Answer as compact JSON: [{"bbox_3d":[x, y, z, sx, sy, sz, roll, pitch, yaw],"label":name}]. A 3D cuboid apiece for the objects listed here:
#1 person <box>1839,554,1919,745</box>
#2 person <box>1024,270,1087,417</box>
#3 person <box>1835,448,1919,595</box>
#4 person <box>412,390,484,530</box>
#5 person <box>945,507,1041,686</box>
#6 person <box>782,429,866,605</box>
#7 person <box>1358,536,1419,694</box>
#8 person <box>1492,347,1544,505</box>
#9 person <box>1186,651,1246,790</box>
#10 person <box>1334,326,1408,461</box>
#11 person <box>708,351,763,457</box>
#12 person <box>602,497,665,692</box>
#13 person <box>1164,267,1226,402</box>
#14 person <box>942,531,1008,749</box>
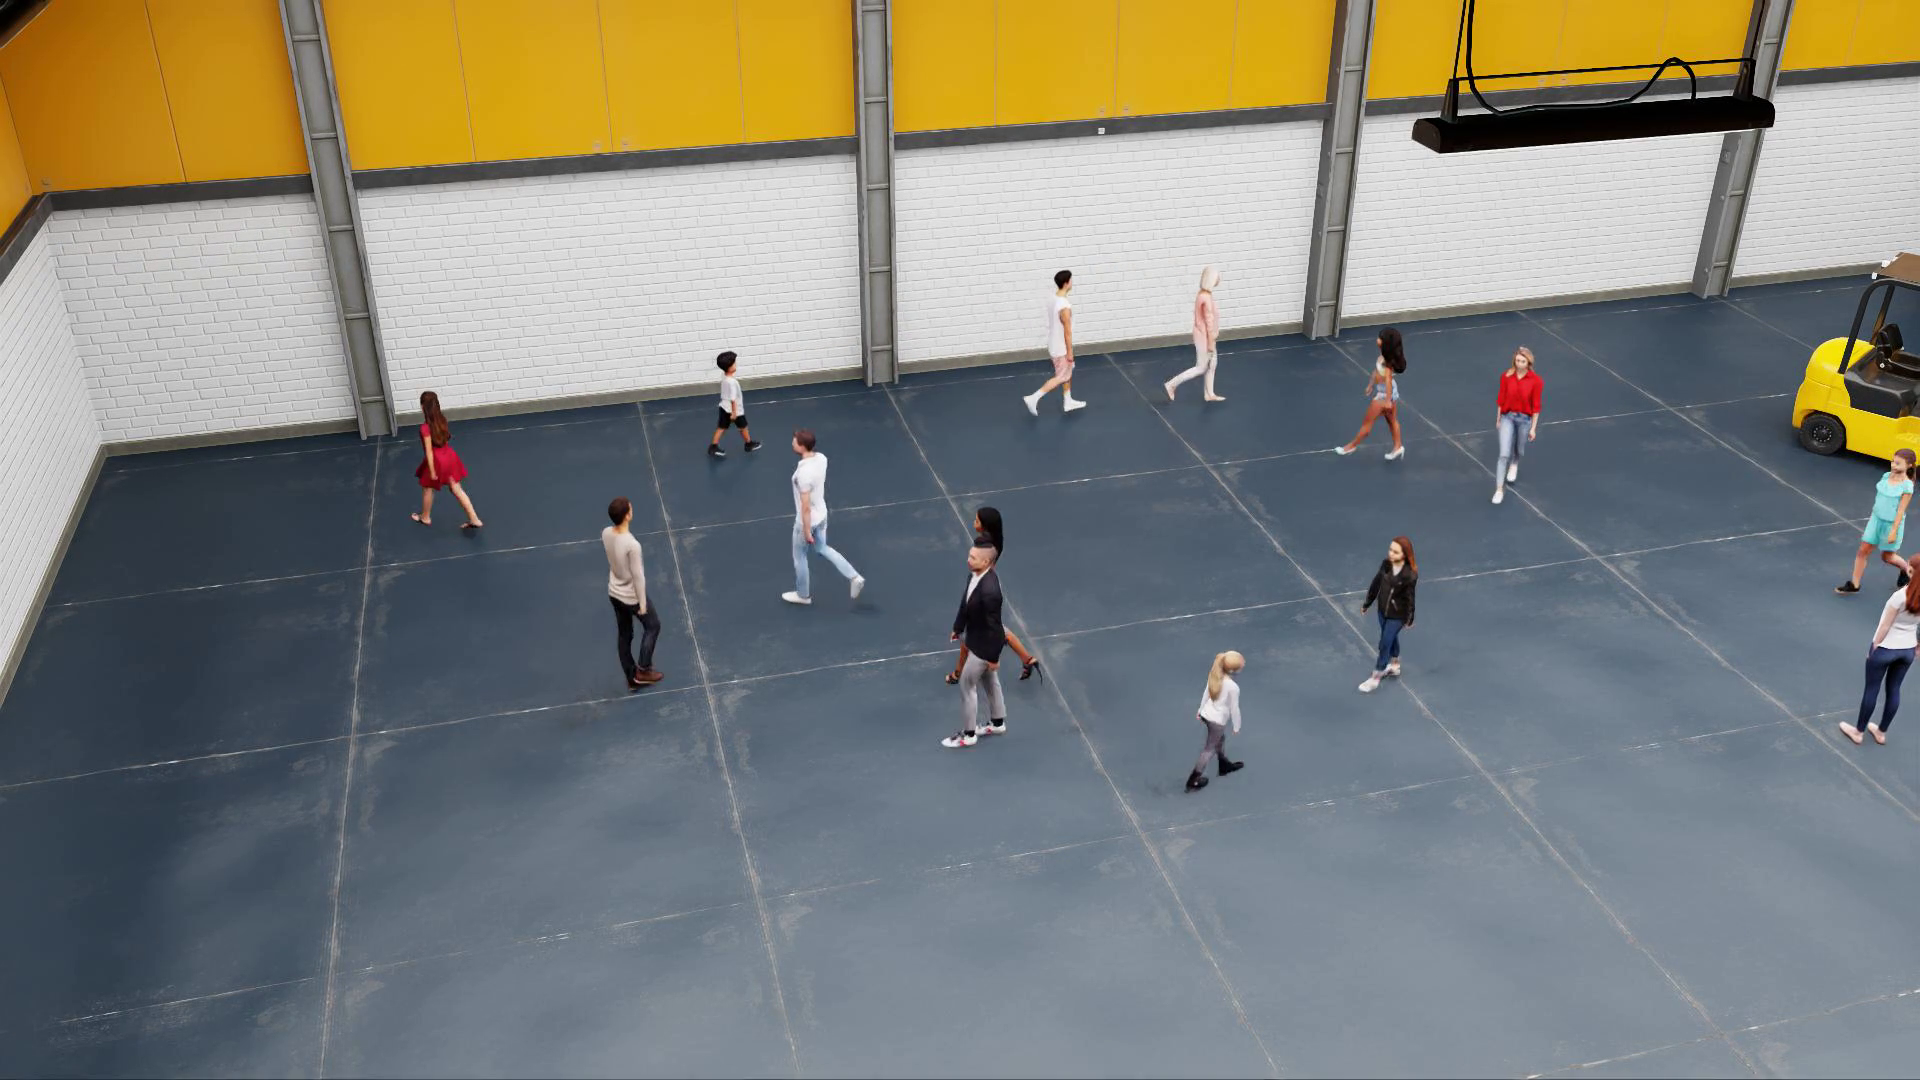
[{"bbox_3d":[7.684,0.911,13.653,0.521,1.738,0.661,-3,29,-5],"label":"person"},{"bbox_3d":[1.113,-2.267,19.451,1.019,1.767,0.626,-8,30,-15],"label":"person"},{"bbox_3d":[8.890,-0.155,15.822,1.015,1.533,0.565,-6,29,-11],"label":"person"},{"bbox_3d":[-5.237,-0.774,16.979,1.103,1.511,0.974,11,31,20],"label":"person"},{"bbox_3d":[0.326,0.531,14.345,1.148,1.743,0.900,6,29,10],"label":"person"},{"bbox_3d":[-1.298,-0.179,15.559,1.138,1.828,1.021,10,30,18],"label":"person"},{"bbox_3d":[3.831,0.595,14.524,0.854,1.459,0.678,-13,31,-22],"label":"person"},{"bbox_3d":[5.947,-1.268,17.719,1.107,1.669,1.106,12,31,21],"label":"person"},{"bbox_3d":[1.977,1.434,13.205,0.800,1.249,0.566,-15,32,-26],"label":"person"},{"bbox_3d":[4.771,-1.570,18.359,1.078,1.588,0.839,4,29,7],"label":"person"},{"bbox_3d":[-2.620,-1.495,18.587,0.928,1.239,0.668,-17,33,-29],"label":"person"},{"bbox_3d":[-2.908,0.503,14.275,0.759,1.859,0.803,19,34,31],"label":"person"},{"bbox_3d":[2.823,-2.400,19.761,1.059,1.703,0.786,0,29,1],"label":"person"},{"bbox_3d":[0.281,0.795,13.659,0.838,1.938,0.760,-4,29,-7],"label":"person"}]
